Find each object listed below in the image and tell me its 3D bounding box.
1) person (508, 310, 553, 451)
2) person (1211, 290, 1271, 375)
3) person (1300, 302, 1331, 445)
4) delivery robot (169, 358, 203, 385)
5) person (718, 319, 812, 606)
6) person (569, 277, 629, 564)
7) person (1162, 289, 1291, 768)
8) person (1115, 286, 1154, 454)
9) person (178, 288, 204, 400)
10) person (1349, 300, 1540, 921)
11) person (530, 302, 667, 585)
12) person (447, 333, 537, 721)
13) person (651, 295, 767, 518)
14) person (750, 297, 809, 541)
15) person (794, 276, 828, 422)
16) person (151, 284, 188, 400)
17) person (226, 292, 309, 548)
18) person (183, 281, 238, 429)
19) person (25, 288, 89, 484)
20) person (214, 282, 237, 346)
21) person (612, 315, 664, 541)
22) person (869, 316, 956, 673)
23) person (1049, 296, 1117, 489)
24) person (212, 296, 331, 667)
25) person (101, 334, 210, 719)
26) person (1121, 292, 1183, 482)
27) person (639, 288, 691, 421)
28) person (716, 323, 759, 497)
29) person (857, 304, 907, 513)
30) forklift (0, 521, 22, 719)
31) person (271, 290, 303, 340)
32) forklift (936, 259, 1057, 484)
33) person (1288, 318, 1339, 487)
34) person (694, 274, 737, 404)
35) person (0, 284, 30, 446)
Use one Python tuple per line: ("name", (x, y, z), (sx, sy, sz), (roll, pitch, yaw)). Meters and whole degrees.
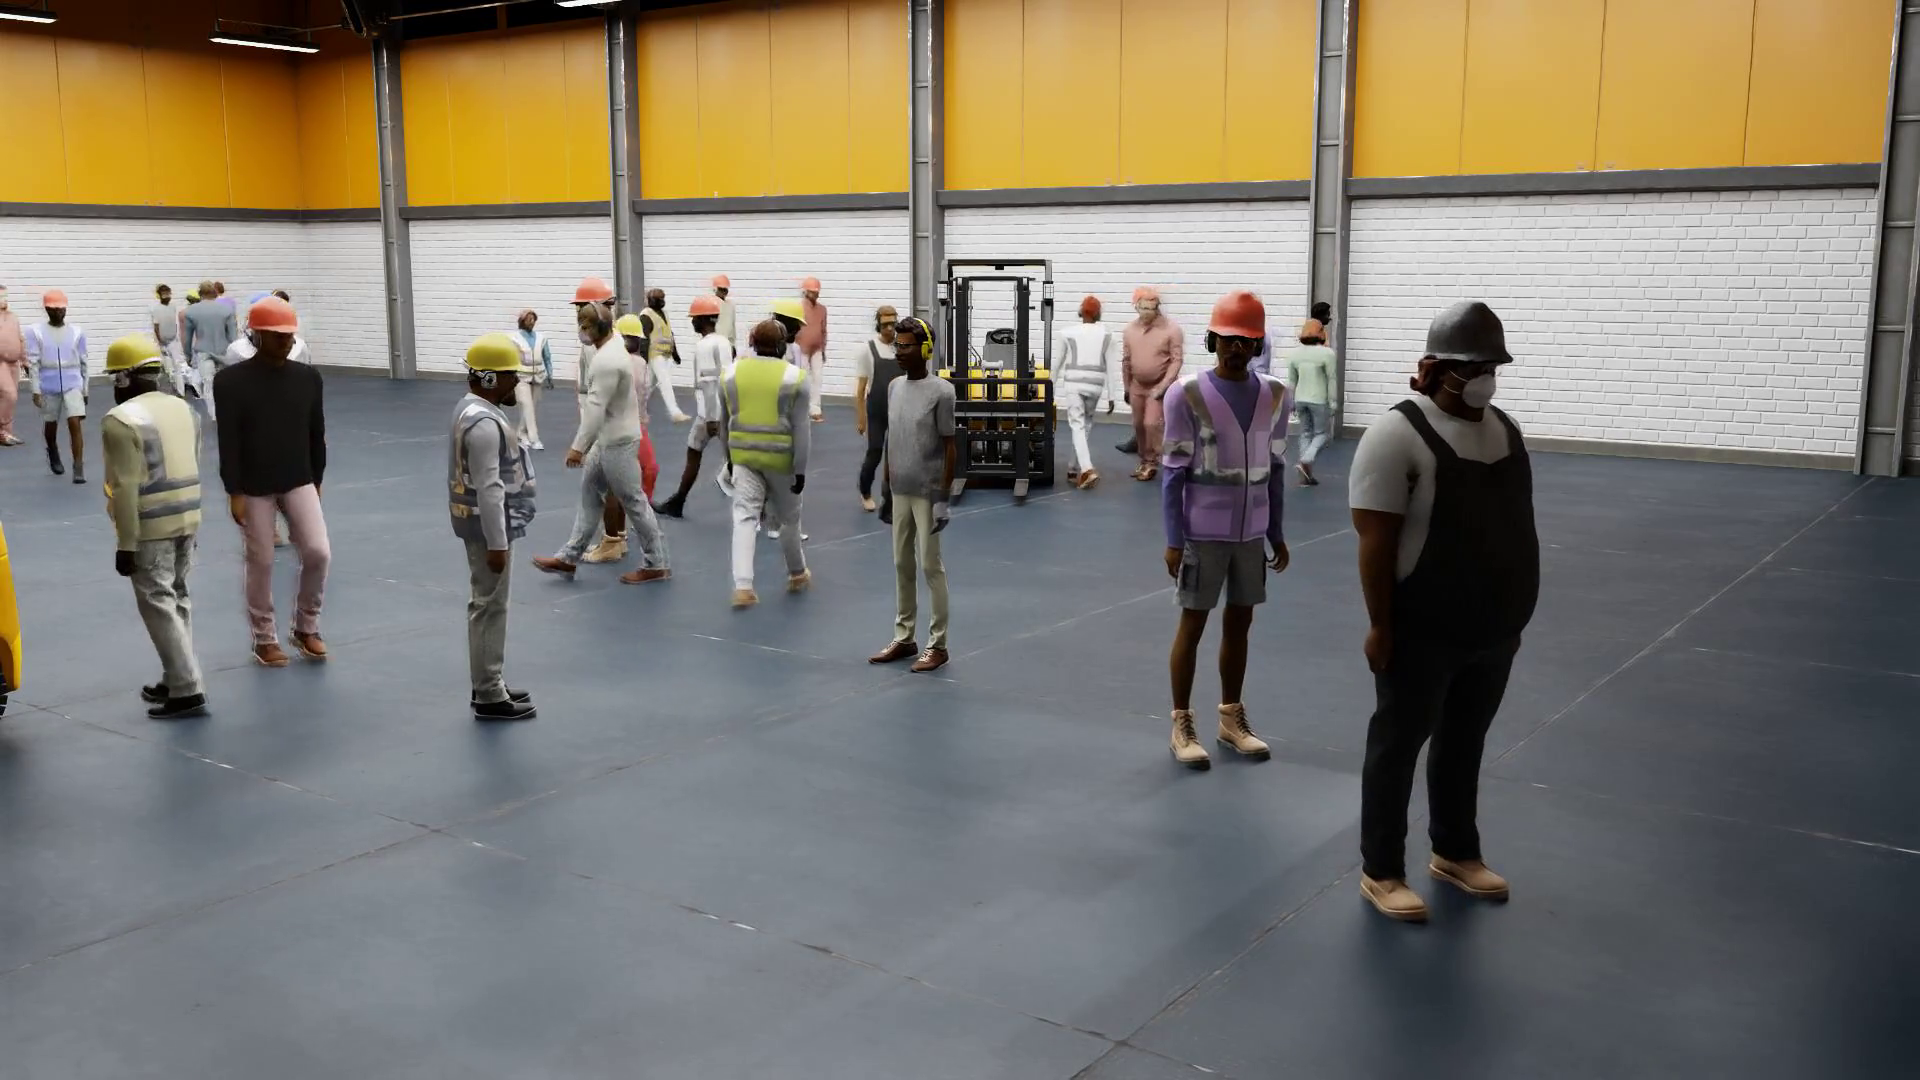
("person", (-5.003, -1.860, 19.236), (0.523, 1.607, 0.831), (-8, 12, -39))
("person", (2.224, -1.102, 13.788), (0.748, 1.912, 0.665), (-4, 10, -23))
("person", (4.133, -1.916, 19.320), (0.320, 1.690, 0.524), (1, 10, 7))
("delivery robot", (-12.725, -2.759, 27.431), (0.477, 0.478, 0.707), (0, 9, 3))
("person", (-1.230, -0.498, 10.582), (0.634, 1.799, 0.953), (2, 10, 11))
("person", (-2.589, -0.850, 11.914), (0.373, 2.042, 0.614), (0, 10, 2))
("person", (1.156, -0.045, 7.135), (0.609, 2.040, 0.395), (-4, 10, -22))
("person", (2.237, -1.914, 18.774), (1.005, 1.883, 0.594), (-4, 10, -23))
("person", (-11.834, -3.016, 25.702), (0.527, 1.751, 0.517), (1, 10, 8))
("person", (1.641, 0.230, 5.496), (0.688, 2.000, 0.536), (-5, 11, -29))
("person", (-2.419, -0.622, 11.023), (0.955, 1.885, 0.631), (-2, 10, -14))
("person", (-2.201, -0.059, 7.865), (0.403, 1.826, 0.591), (-4, 10, -20))
("person", (-2.081, -1.101, 13.899), (1.023, 1.879, 0.573), (3, 10, 16))
("person", (-1.475, -0.960, 13.057), (0.750, 1.881, 0.612), (5, 11, 25))
("person", (-2.104, -2.571, 22.398), (0.640, 1.966, 0.733), (-8, 13, -40))
("person", (-12.422, -3.091, 26.007), (0.823, 1.811, 0.530), (6, 11, 31))
("person", (-5.130, -0.877, 12.425), (0.642, 1.921, 0.651), (-6, 11, -32))
("person", (-9.778, -2.422, 21.721), (0.659, 1.889, 0.989), (-4, 10, -25))
("person", (-8.847, -1.522, 16.343), (0.543, 1.913, 0.879), (-6, 11, -32))
("person", (-13.072, -3.669, 29.460), (0.992, 1.791, 0.591), (7, 12, 38))
("person", (-2.547, -0.845, 12.768), (0.595, 1.741, 0.554), (8, 12, 40))
("person", (-0.245, -0.240, 8.800), (0.512, 1.872, 0.328), (9, 13, 42))
("person", (1.189, -1.411, 15.929), (0.656, 1.831, 0.945), (-1, 10, -7))
("person", (-3.612, -0.290, 8.794), (0.612, 1.974, 0.556), (-9, 13, -42))
("person", (-3.834, -0.059, 7.918), (0.580, 1.811, 0.609), (2, 10, 9))
("person", (1.890, -1.503, 16.368), (0.664, 1.854, 0.642), (7, 12, 35))
("person", (-4.106, -2.507, 22.519), (0.953, 1.802, 0.619), (2, 10, 13))
("person", (-1.861, -1.165, 15.085), (0.773, 1.606, 0.512), (6, 11, 32))
("person", (-0.640, -1.065, 13.910), (0.505, 1.817, 0.879), (-4, 10, -21))
("forklift", (-5.296, -0.090, 6.943), (1.214, 2.155, 2.313), (7, 12, 35))
("person", (-7.839, -1.968, 19.243), (1.001, 1.820, 0.547), (4, 10, 21))
("forklift", (0.370, -1.738, 16.759), (1.214, 2.155, 2.313), (1, 10, 3))
("person", (3.334, -1.298, 15.832), (0.518, 1.614, 0.413), (9, 13, 42))
("person", (-3.462, -2.790, 23.686), (0.645, 1.977, 0.620), (7, 12, 38))
("person", (-11.164, -2.034, 19.449), (0.534, 1.889, 0.656), (1, 10, 6))
